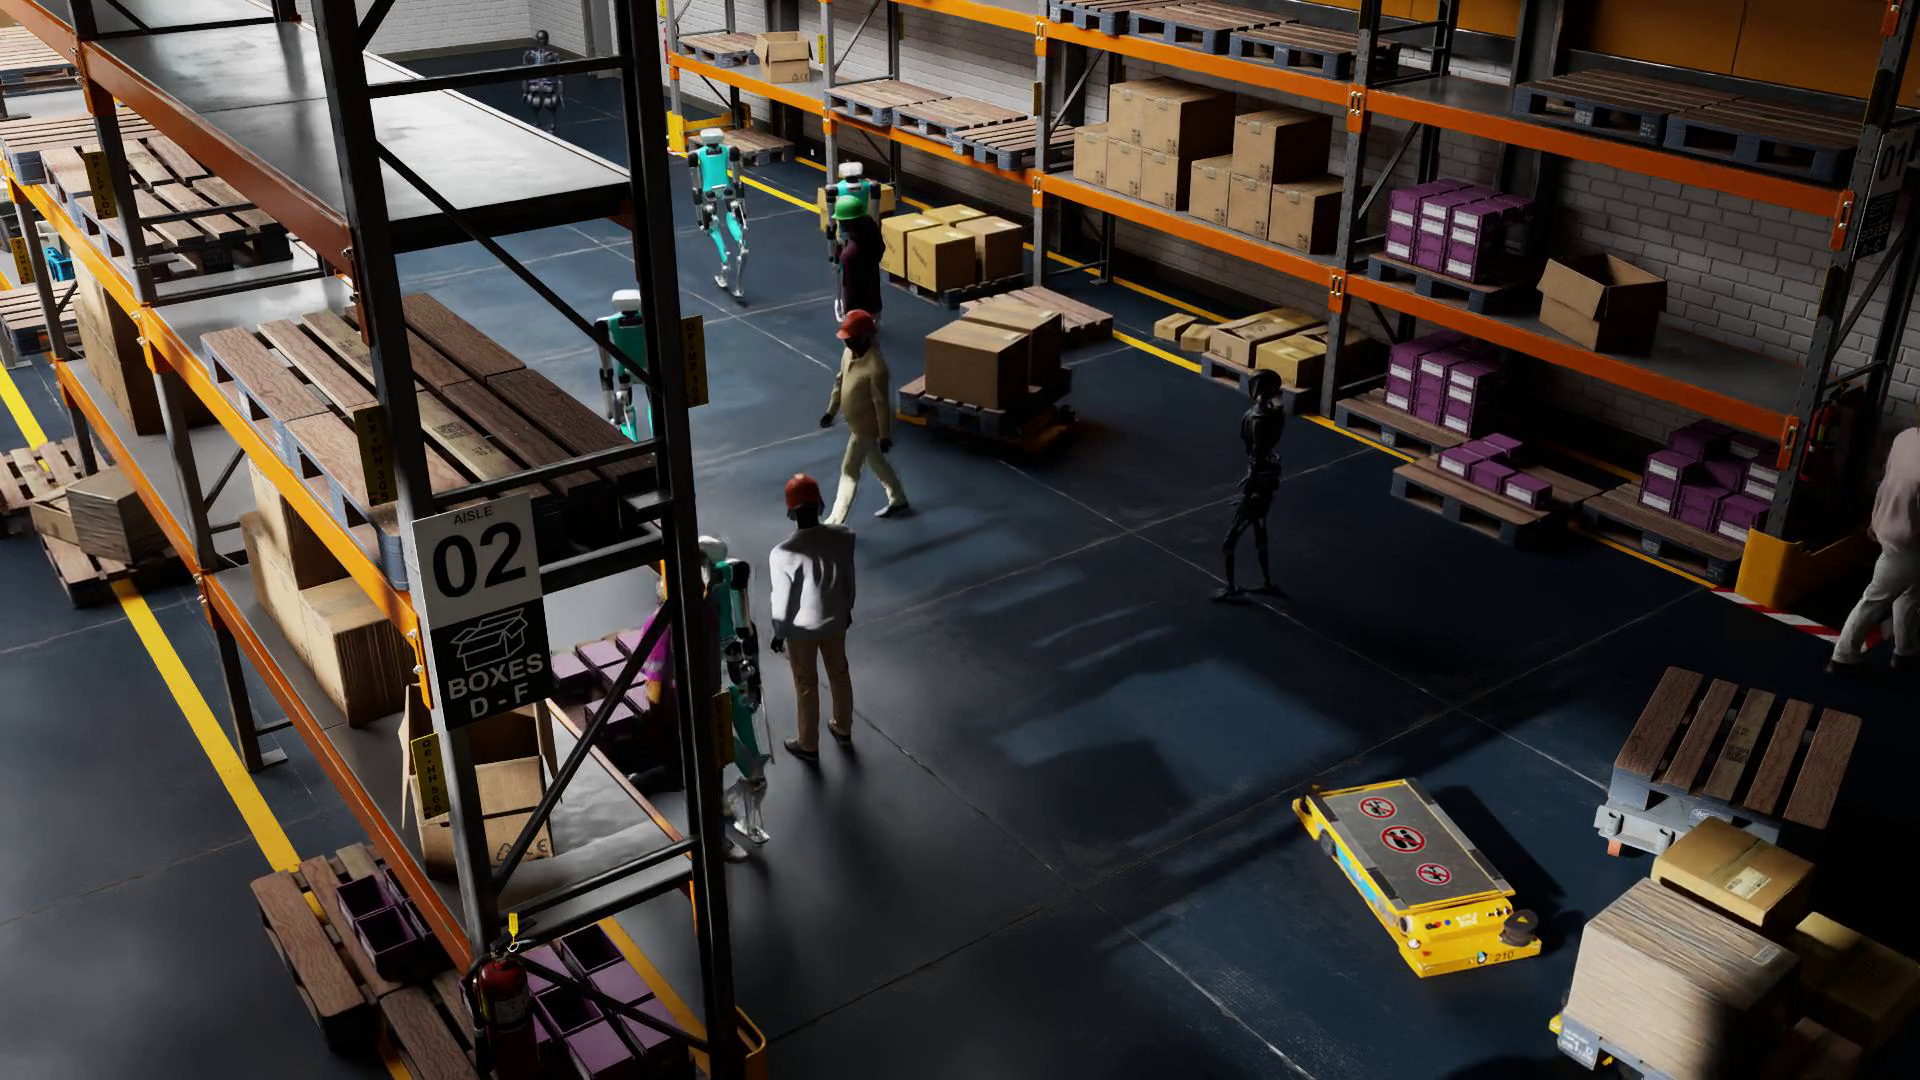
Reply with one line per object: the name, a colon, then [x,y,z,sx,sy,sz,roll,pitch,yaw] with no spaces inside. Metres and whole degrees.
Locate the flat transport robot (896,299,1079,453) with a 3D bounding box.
flat transport robot: [0.229,-1.067,14.109,1.431,0.231,0.659,15,31,28]

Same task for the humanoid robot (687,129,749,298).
humanoid robot: [-2.379,-3.218,16.801,0.560,1.750,1.036,-10,28,-19]

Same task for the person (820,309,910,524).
person: [-0.733,-0.874,12.130,0.868,1.703,0.568,-11,29,-20]

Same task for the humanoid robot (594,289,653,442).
humanoid robot: [-2.321,-0.830,12.145,0.541,1.904,0.727,-6,27,-11]

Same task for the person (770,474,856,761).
person: [-0.844,0.438,9.471,0.560,1.742,0.334,-19,33,-33]

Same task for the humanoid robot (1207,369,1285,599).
humanoid robot: [1.964,-0.377,11.167,0.479,1.646,0.589,6,27,11]

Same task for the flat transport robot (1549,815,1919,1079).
flat transport robot: [3.421,2.339,7.336,0.659,0.231,1.431,-21,34,-36]

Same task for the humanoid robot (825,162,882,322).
humanoid robot: [-1.073,-2.842,16.035,0.539,1.767,0.970,-6,27,-13]

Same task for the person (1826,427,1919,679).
person: [5.898,0.018,10.121,0.854,1.907,0.662,4,27,8]

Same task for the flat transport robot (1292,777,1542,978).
flat transport robot: [2.335,1.688,8.630,0.659,0.231,1.431,-7,28,-14]

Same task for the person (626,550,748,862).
person: [-1.460,0.825,8.624,0.686,1.822,0.540,18,32,32]

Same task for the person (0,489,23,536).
person: [-7.291,-0.793,11.802,0.647,1.860,0.680,20,33,34]

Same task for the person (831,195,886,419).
person: [-0.844,-1.942,14.005,0.450,1.935,0.486,13,29,24]

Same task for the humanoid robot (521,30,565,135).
humanoid robot: [-5.613,-5.982,22.316,0.597,1.635,0.426,-2,27,-4]

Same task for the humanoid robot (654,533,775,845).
humanoid robot: [-1.170,0.864,8.646,0.532,1.750,0.930,-21,33,-35]
